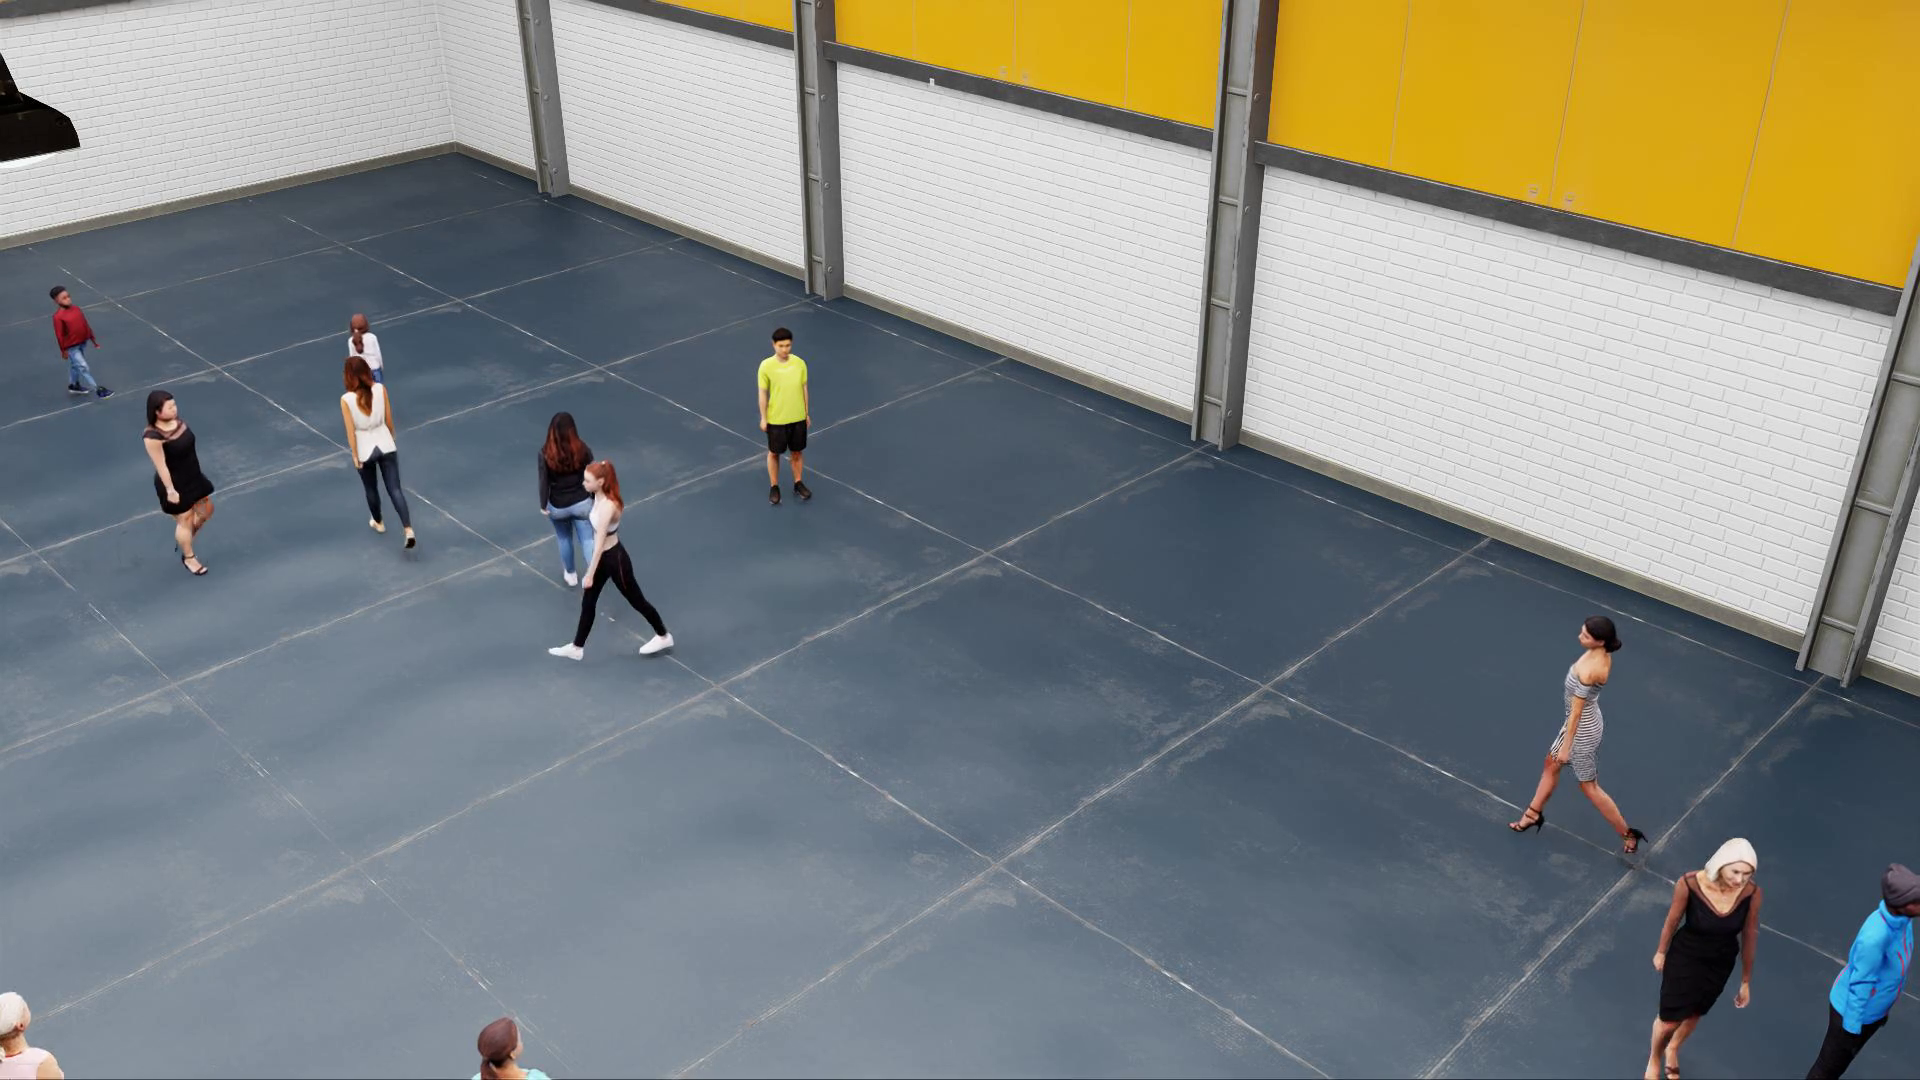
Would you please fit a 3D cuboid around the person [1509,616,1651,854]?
[{"bbox_3d":[4.096,1.304,10.683,1.175,1.785,0.859,14,32,24],"label":"person"}]

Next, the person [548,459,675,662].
[{"bbox_3d":[-2.580,0.191,12.824,0.998,1.690,1.204,-11,30,-19],"label":"person"}]

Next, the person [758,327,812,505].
[{"bbox_3d":[-1.609,-1.164,15.291,0.694,1.707,0.653,-11,31,-20],"label":"person"}]

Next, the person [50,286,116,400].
[{"bbox_3d":[-9.333,-2.062,17.444,0.940,1.221,0.777,7,29,13],"label":"person"}]

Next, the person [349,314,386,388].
[{"bbox_3d":[-6.064,-1.778,17.045,0.617,1.105,0.713,-6,29,-11],"label":"person"}]

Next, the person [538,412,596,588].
[{"bbox_3d":[-3.186,-0.253,13.719,0.908,1.612,1.093,-11,30,-19],"label":"person"}]

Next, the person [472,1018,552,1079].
[{"bbox_3d":[-2.099,2.914,7.971,0.640,1.558,0.701,0,29,0],"label":"person"}]

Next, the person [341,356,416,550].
[{"bbox_3d":[-5.039,-0.736,14.458,0.716,1.753,1.109,-18,33,-30],"label":"person"}]

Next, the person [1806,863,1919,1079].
[{"bbox_3d":[4.661,2.416,8.639,0.602,1.792,0.523,-25,37,-38],"label":"person"}]

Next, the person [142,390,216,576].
[{"bbox_3d":[-6.667,-0.477,14.033,0.861,1.705,0.808,2,29,3],"label":"person"}]

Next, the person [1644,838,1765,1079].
[{"bbox_3d":[4.012,2.238,9.033,0.724,1.726,0.794,5,29,9],"label":"person"}]
